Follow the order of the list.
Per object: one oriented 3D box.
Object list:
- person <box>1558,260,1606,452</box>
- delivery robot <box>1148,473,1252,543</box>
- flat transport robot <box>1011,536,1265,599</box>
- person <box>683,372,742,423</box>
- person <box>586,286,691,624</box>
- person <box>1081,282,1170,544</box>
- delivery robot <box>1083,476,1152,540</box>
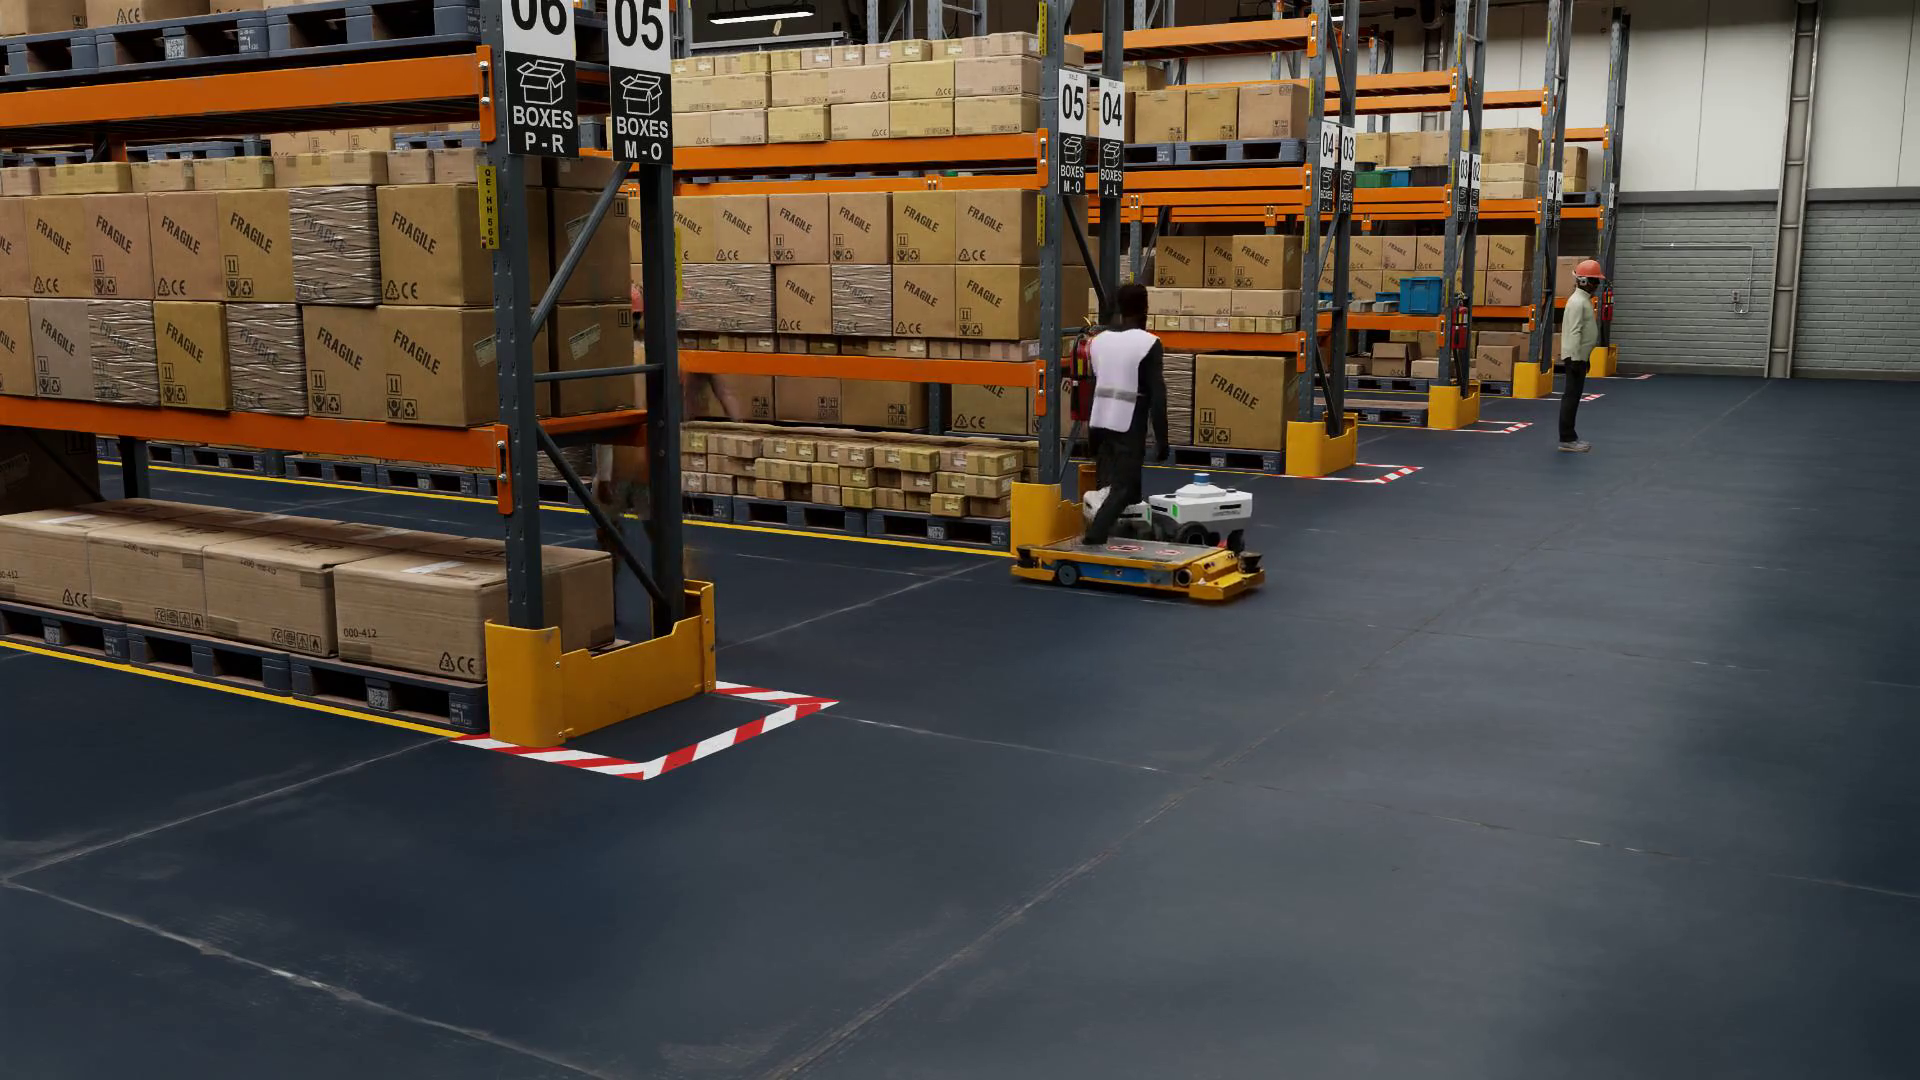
[{"bbox_3d":[6.481,-1.918,17.371,0.402,1.987,0.609,5,11,25],"label":"person"},{"bbox_3d":[1.633,-0.208,11.274,0.707,0.478,0.477,-5,11,-29],"label":"delivery robot"},{"bbox_3d":[1.094,0.149,10.284,1.431,0.197,0.652,6,11,31],"label":"flat transport robot"},{"bbox_3d":[-2.735,-1.938,17.914,1.009,1.859,0.649,5,11,26],"label":"person"},{"bbox_3d":[-1.726,-0.433,8.945,0.942,1.903,0.556,9,13,41],"label":"person"},{"bbox_3d":[1.027,-0.706,10.605,0.910,1.879,0.599,-7,12,-36],"label":"person"},{"bbox_3d":[1.049,-0.188,11.155,0.477,0.478,0.707,-1,10,-7],"label":"delivery robot"}]
